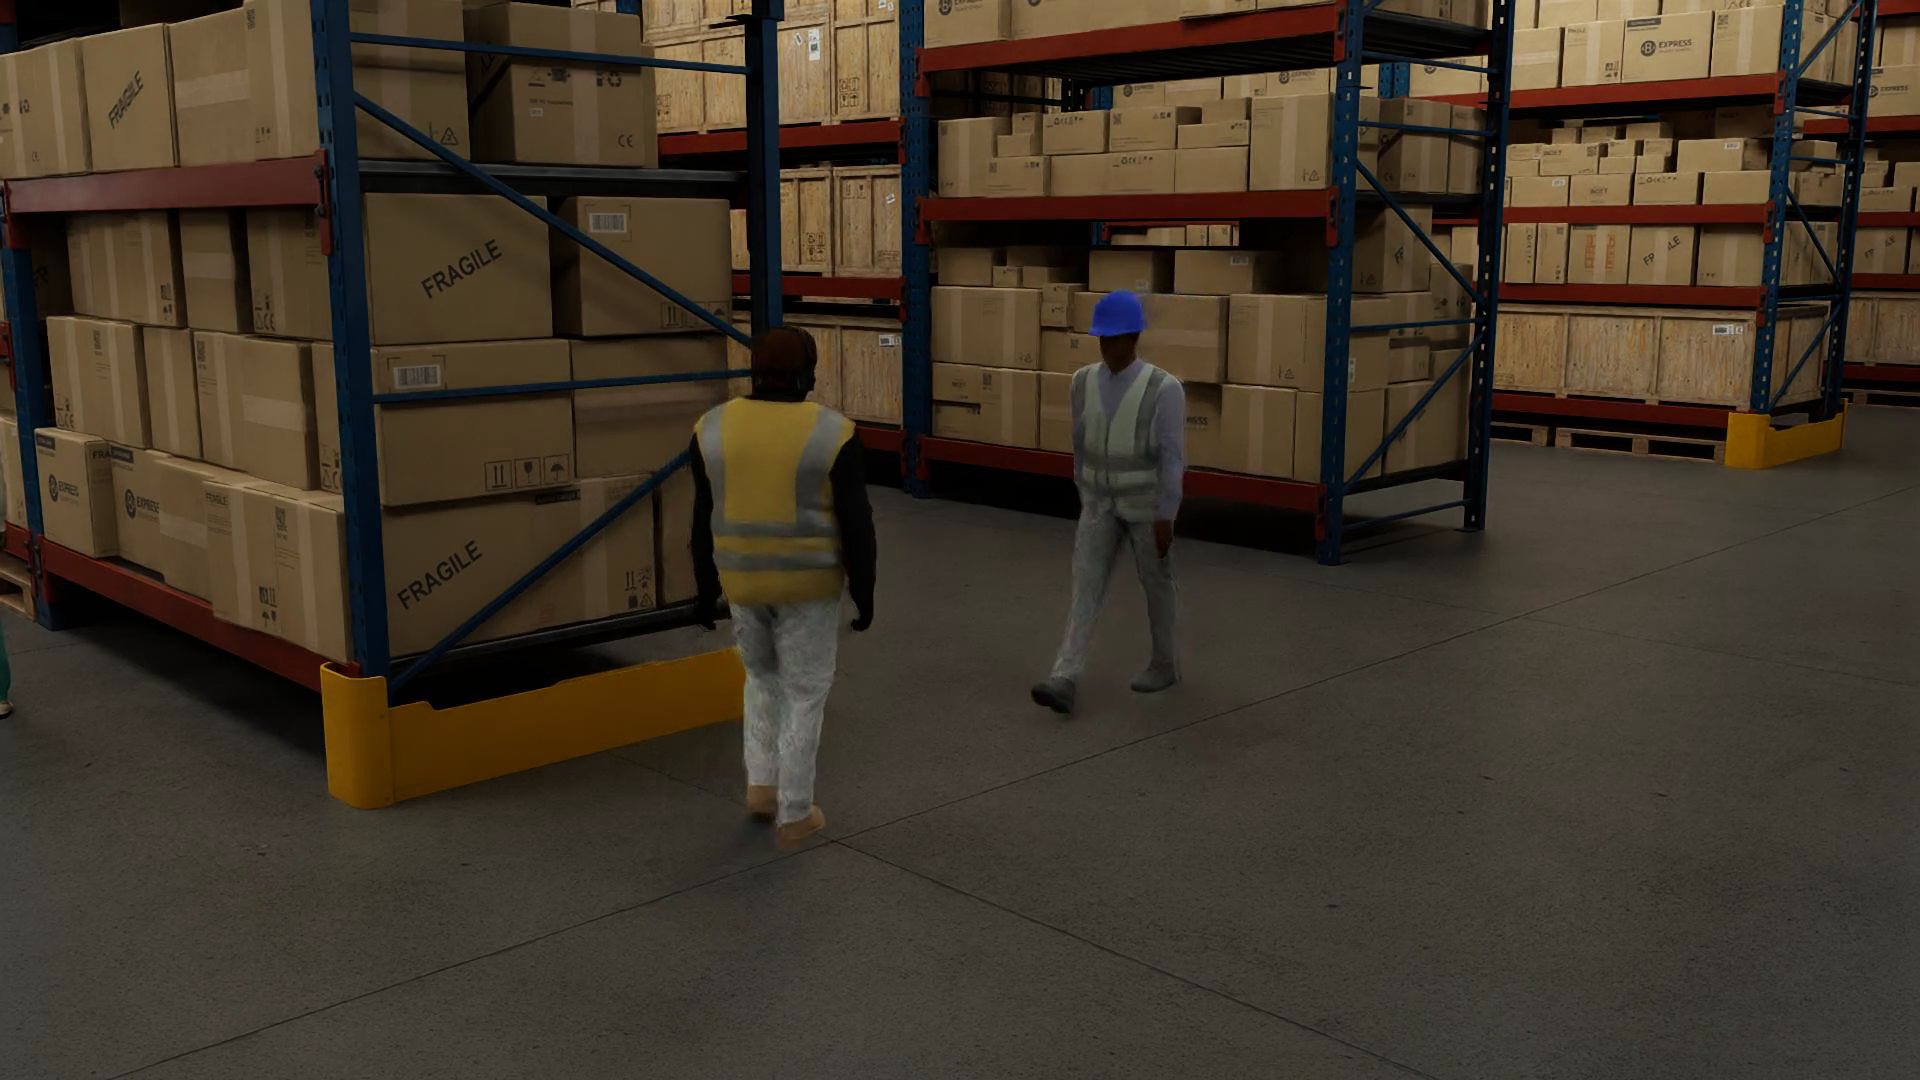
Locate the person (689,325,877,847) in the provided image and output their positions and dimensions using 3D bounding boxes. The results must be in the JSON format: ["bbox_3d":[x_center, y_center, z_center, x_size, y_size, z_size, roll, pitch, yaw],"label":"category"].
[{"bbox_3d":[-0.603,0.157,5.884,0.639,1.822,0.533,3,11,15],"label":"person"}]

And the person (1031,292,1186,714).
[{"bbox_3d":[0.719,-0.162,7.462,0.632,1.874,1.044,7,13,34],"label":"person"}]

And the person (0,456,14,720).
[{"bbox_3d":[-4.429,-0.058,7.215,0.535,1.766,0.321,-9,14,-42],"label":"person"}]
